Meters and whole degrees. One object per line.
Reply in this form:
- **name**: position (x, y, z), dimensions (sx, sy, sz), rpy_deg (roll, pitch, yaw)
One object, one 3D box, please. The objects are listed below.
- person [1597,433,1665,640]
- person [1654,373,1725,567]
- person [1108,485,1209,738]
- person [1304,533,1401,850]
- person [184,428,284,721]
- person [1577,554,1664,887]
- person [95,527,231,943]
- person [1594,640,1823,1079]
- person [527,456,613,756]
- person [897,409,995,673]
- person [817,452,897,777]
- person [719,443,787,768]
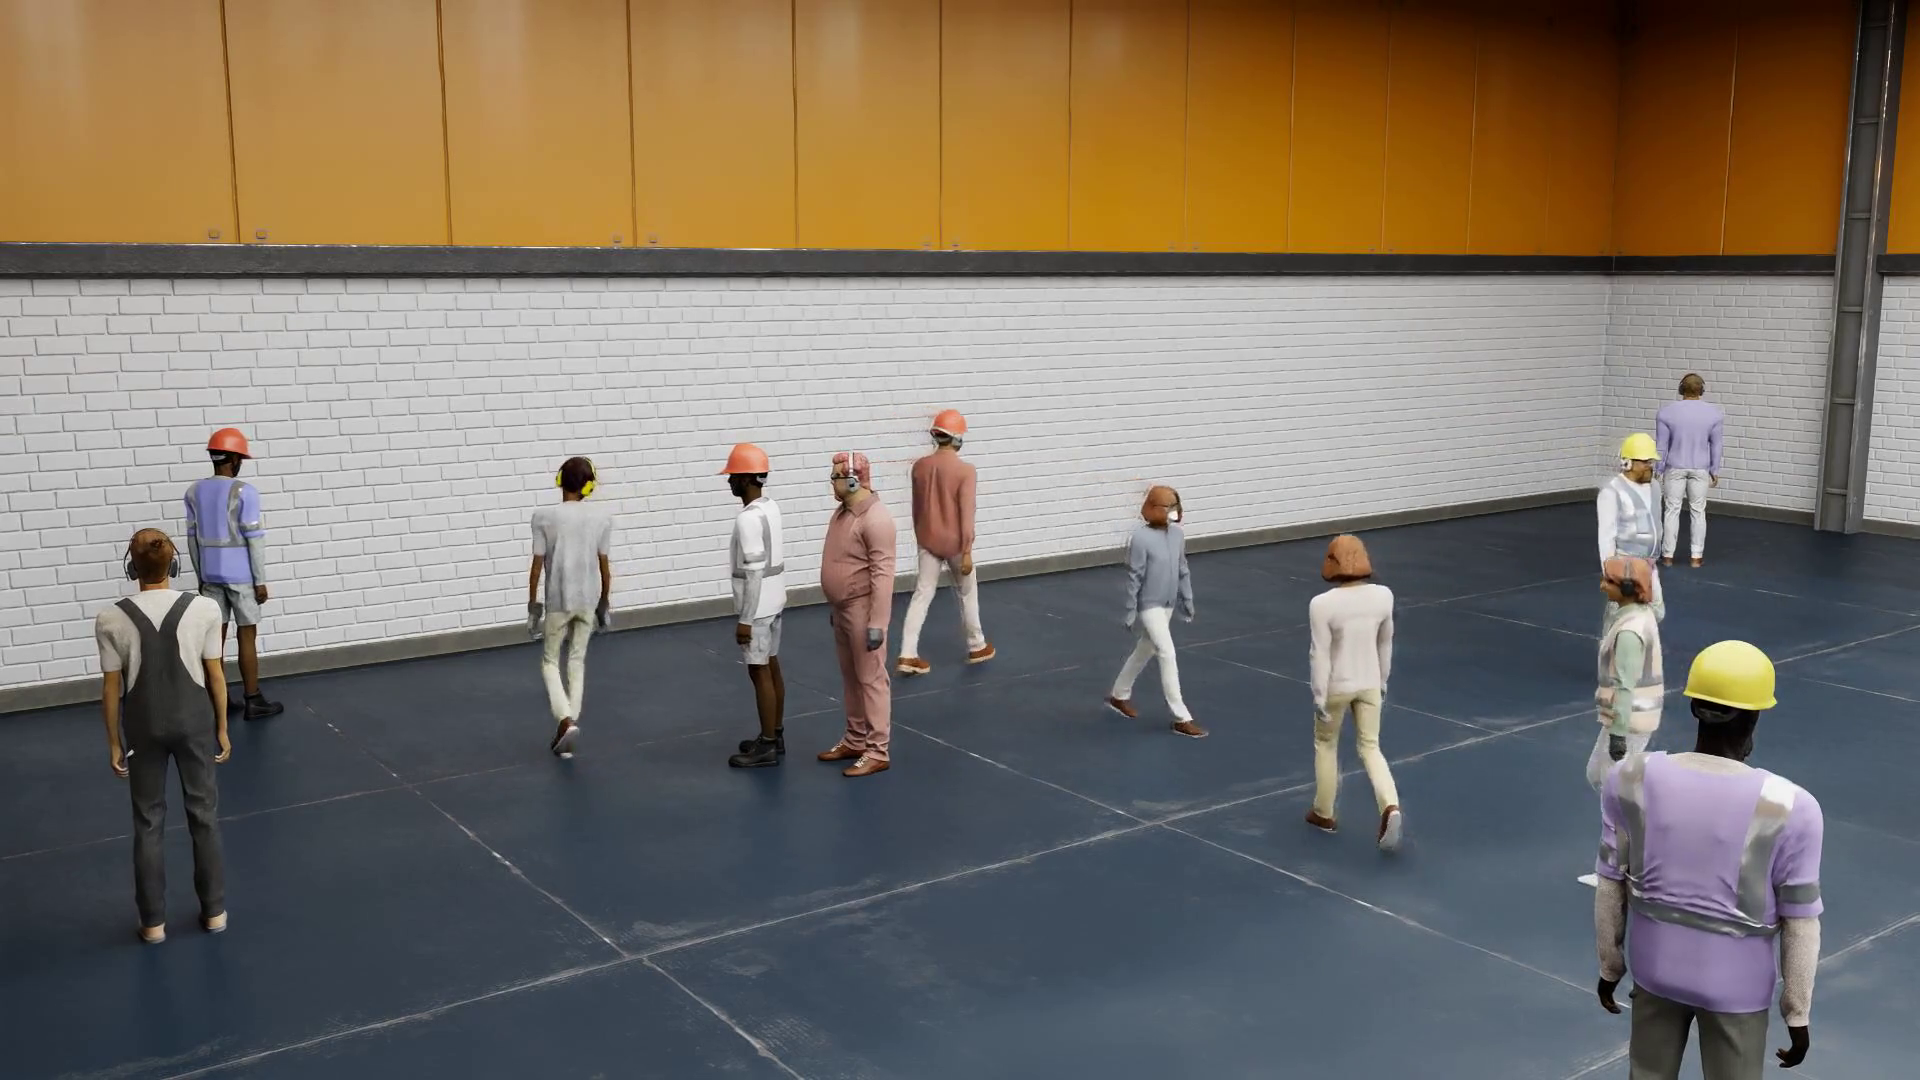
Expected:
- **person**: position (4.731, 0.150, 11.745), dimensions (0.616, 1.816, 0.418), rpy_deg (-5, 11, -30)
- **person**: position (7.243, -0.691, 16.577), dimensions (0.639, 1.941, 0.375), rpy_deg (3, 10, 17)
- **person**: position (1.265, 0.429, 10.738), dimensions (0.846, 1.594, 0.513), rpy_deg (8, 12, 41)
- **person**: position (2.030, 0.774, 8.542), dimensions (0.502, 1.609, 0.688), rpy_deg (-2, 10, -14)
- **person**: position (-4.785, 0.226, 10.946), dimensions (0.547, 1.926, 0.390), rpy_deg (3, 10, 16)
- **person**: position (3.152, 0.868, 7.894), dimensions (0.377, 1.624, 0.539), rpy_deg (4, 10, 26)
- **person**: position (-3.494, 0.858, 7.342), dimensions (0.501, 1.839, 0.342), rpy_deg (-4, 10, -24)
- **person**: position (2.117, 1.232, 4.737), dimensions (0.594, 1.924, 0.382), rpy_deg (8, 12, 40)
- **person**: position (-2.344, 0.413, 10.036), dimensions (0.541, 1.837, 0.474), rpy_deg (-4, 10, -24)
- **person**: position (-0.127, 0.008, 12.246), dimensions (0.633, 1.947, 1.018), rpy_deg (7, 11, 36)
- **person**: position (-0.617, 0.429, 9.767), dimensions (0.401, 1.905, 0.642), rpy_deg (-4, 10, -25)
- **person**: position (-1.230, 0.390, 9.894), dimensions (0.379, 1.938, 0.547), rpy_deg (1, 9, 8)
